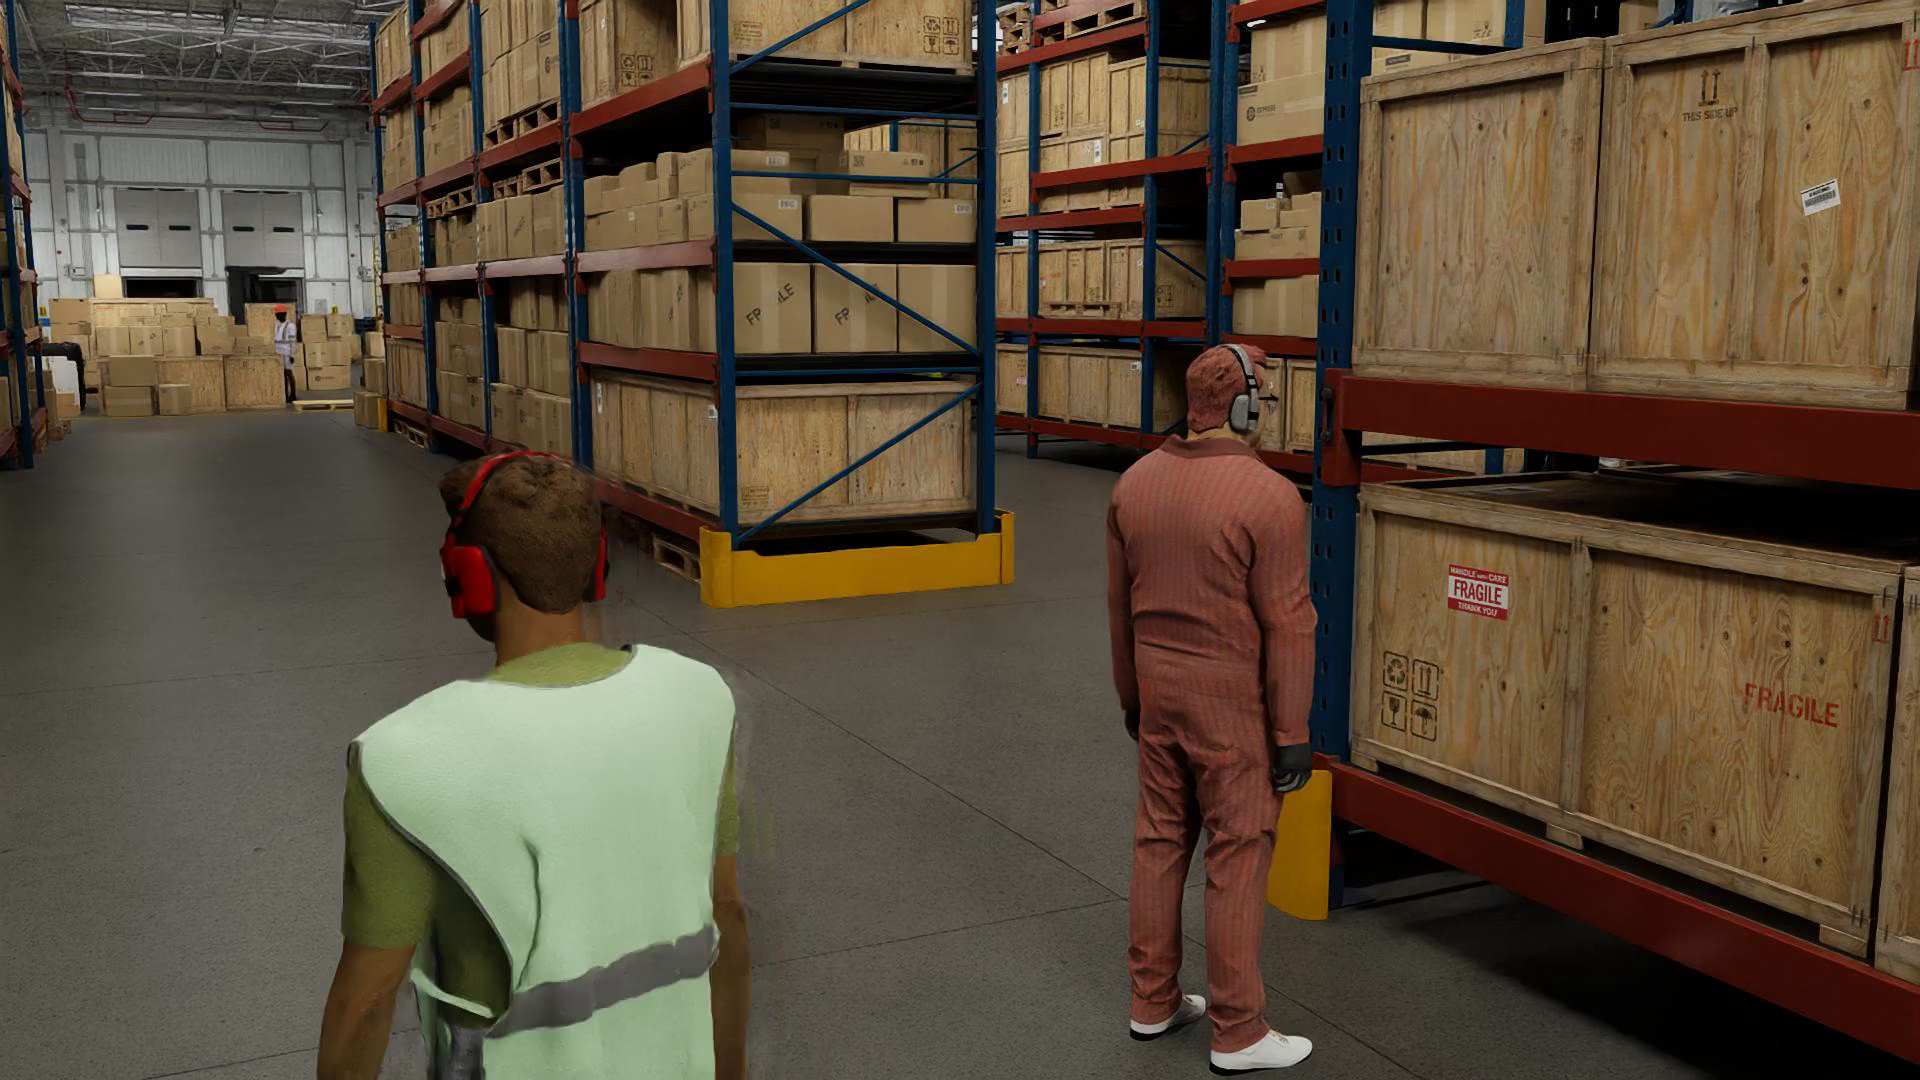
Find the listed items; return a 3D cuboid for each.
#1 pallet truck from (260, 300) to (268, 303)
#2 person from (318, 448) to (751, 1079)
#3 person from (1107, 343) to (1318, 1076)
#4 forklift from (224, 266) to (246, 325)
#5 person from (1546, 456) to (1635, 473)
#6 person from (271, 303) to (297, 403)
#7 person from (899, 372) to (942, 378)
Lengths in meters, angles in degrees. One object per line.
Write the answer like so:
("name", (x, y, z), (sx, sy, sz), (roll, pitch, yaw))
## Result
("pallet truck", (-23.913, -7.404, 58.171), (1.885, 1.965, 0.823), (-1, 8, -9))
("person", (-0.635, 0.781, 2.341), (0.831, 1.809, 0.592), (7, 11, 40))
("person", (0.688, 0.437, 4.417), (0.401, 1.906, 0.649), (-7, 11, -38))
("forklift", (-17.757, -5.360, 41.049), (1.873, 2.768, 1.129), (-2, 8, -11))
("person", (4.213, -0.605, 11.118), (0.608, 2.048, 0.370), (6, 10, 34))
("person", (-13.174, -3.630, 32.366), (0.551, 1.932, 0.378), (6, 10, 35))
("person", (-0.375, -1.077, 15.595), (0.530, 1.690, 0.319), (5, 10, 32))
